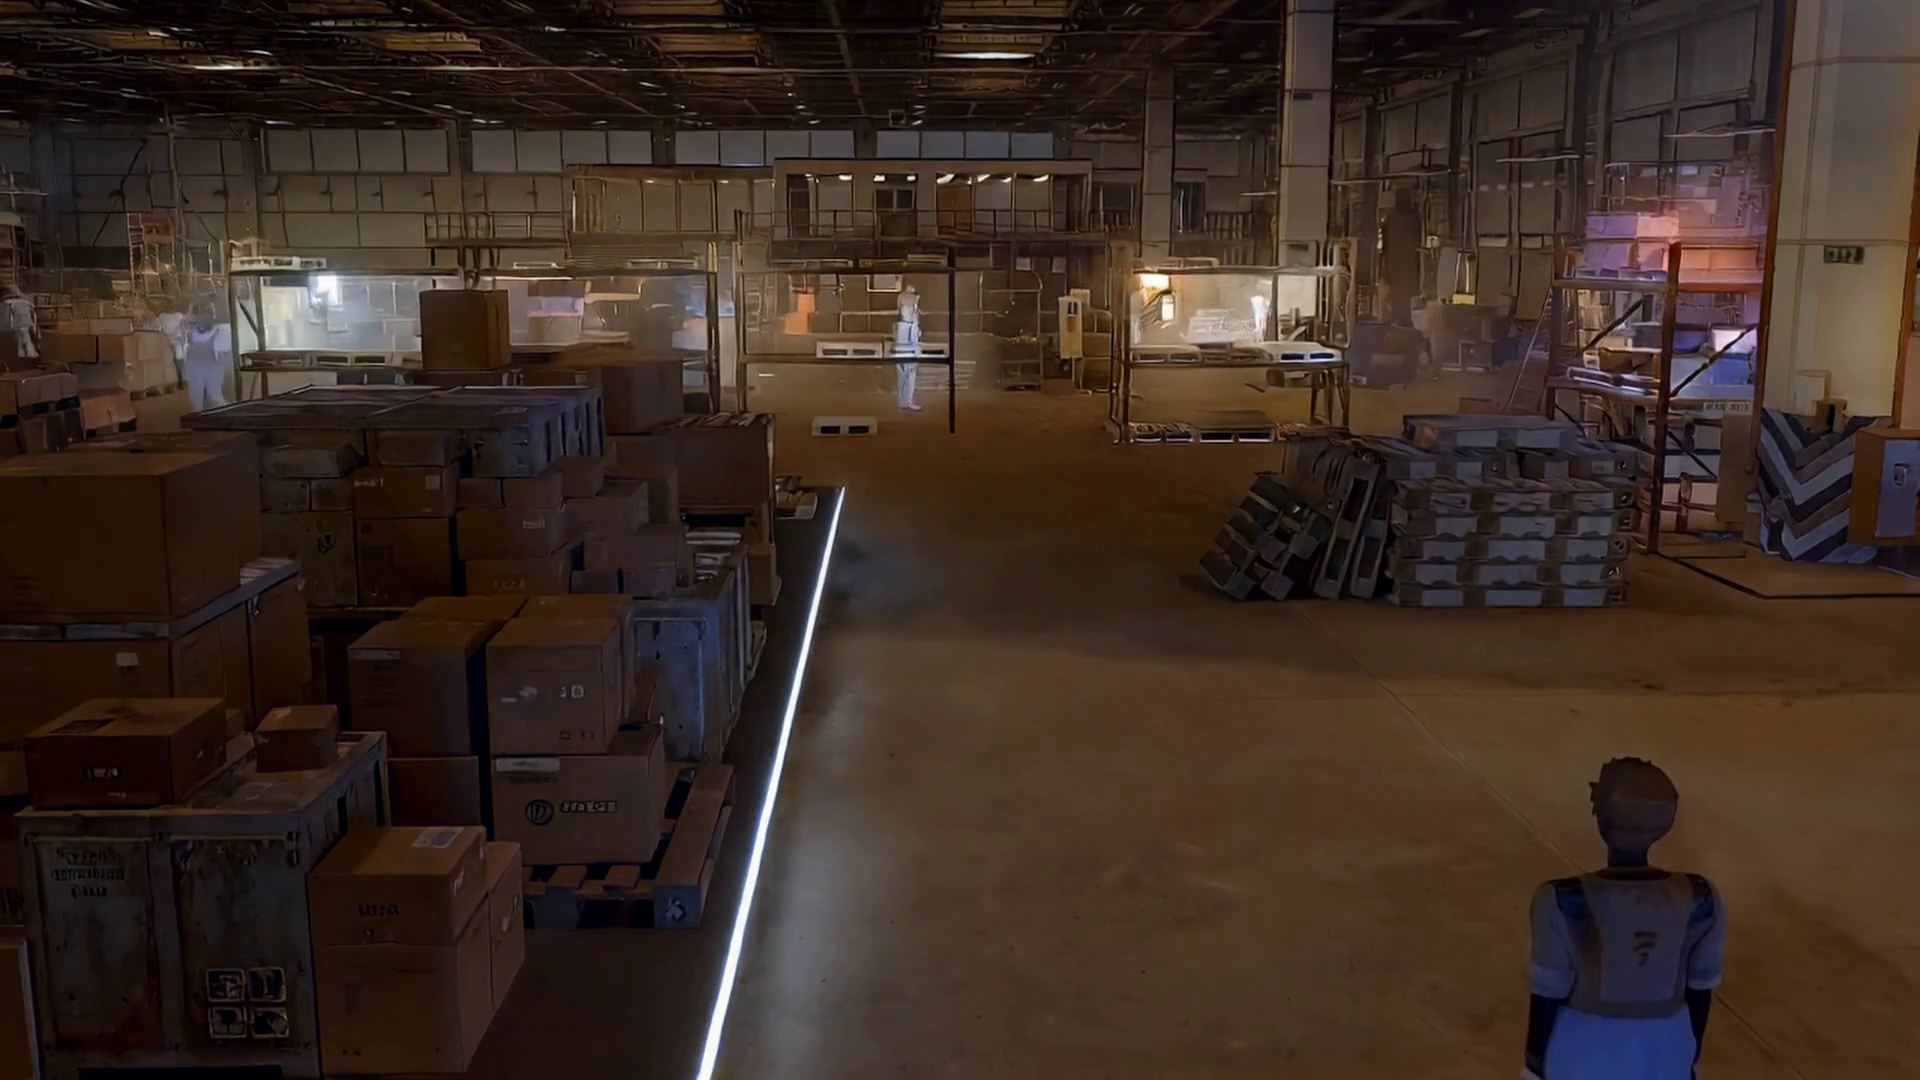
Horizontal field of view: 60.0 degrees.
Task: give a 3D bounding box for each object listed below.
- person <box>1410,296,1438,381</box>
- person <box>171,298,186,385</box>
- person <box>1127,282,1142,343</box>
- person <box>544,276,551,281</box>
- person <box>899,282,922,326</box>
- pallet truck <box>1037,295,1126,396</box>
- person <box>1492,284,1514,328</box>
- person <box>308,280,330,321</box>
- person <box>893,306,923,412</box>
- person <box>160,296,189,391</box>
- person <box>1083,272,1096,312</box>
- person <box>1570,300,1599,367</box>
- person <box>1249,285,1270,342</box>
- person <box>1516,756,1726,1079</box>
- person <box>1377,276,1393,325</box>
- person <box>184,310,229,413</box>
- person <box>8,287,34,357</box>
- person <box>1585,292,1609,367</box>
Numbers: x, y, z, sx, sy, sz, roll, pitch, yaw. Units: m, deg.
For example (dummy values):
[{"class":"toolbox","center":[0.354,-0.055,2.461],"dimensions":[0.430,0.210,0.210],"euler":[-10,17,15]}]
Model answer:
[{"class":"person","center":[10.117,-4.414,36.414],"dimensions":[0.599,1.870,0.992],"euler":[-5,11,-27]},{"class":"person","center":[-16.603,-4.193,35.145],"dimensions":[0.323,1.875,0.530],"euler":[6,12,31]},{"class":"person","center":[5.182,-6.781,49.691],"dimensions":[0.431,1.835,0.623],"euler":[6,12,31]},{"class":"person","center":[-19.046,-11.662,76.863],"dimensions":[0.349,1.841,0.542],"euler":[-7,12,-34]},{"class":"person","center":[-1.367,-6.118,45.687],"dimensions":[0.635,1.937,0.352],"euler":[0,10,1]},{"class":"pallet truck","center":[2.483,-3.881,33.060],"dimensions":[1.885,1.965,0.823],"euler":[-7,13,-36]},{"class":"person","center":[14.145,-5.736,43.584],"dimensions":[0.642,1.933,0.980],"euler":[-1,10,-5]},{"class":"person","center":[-19.725,-7.042,51.017],"dimensions":[0.621,1.865,0.983],"euler":[0,10,3]},{"class":"person","center":[-0.937,-3.234,29.775],"dimensions":[0.574,1.883,0.355],"euler":[7,12,35]},{"class":"person","center":[-15.963,-3.984,33.784],"dimensions":[0.620,1.953,0.393],"euler":[3,11,18]},{"class":"person","center":[4.840,-8.859,61.038],"dimensions":[0.671,1.920,0.556],"euler":[-4,11,-20]},{"class":"person","center":[12.835,-4.006,34.029],"dimensions":[0.621,1.899,0.487],"euler":[2,10,13]},{"class":"person","center":[8.166,-5.970,45.122],"dimensions":[0.580,1.848,0.508],"euler":[7,12,35]},{"class":"person","center":[1.745,1.406,4.446],"dimensions":[0.540,1.696,0.316],"euler":[-1,10,-6]},{"class":"person","center":[14.120,-7.807,55.256],"dimensions":[1.033,1.879,0.622],"euler":[-9,14,-42]},{"class":"person","center":[-11.838,-2.649,26.080],"dimensions":[0.692,2.000,1.057],"euler":[0,10,-1]},{"class":"person","center":[-22.976,-5.222,40.718],"dimensions":[0.542,1.931,0.375],"euler":[-9,14,-41]},{"class":"person","center":[15.048,-4.916,39.262],"dimensions":[0.627,1.844,0.429],"euler":[-4,11,-20]}]
